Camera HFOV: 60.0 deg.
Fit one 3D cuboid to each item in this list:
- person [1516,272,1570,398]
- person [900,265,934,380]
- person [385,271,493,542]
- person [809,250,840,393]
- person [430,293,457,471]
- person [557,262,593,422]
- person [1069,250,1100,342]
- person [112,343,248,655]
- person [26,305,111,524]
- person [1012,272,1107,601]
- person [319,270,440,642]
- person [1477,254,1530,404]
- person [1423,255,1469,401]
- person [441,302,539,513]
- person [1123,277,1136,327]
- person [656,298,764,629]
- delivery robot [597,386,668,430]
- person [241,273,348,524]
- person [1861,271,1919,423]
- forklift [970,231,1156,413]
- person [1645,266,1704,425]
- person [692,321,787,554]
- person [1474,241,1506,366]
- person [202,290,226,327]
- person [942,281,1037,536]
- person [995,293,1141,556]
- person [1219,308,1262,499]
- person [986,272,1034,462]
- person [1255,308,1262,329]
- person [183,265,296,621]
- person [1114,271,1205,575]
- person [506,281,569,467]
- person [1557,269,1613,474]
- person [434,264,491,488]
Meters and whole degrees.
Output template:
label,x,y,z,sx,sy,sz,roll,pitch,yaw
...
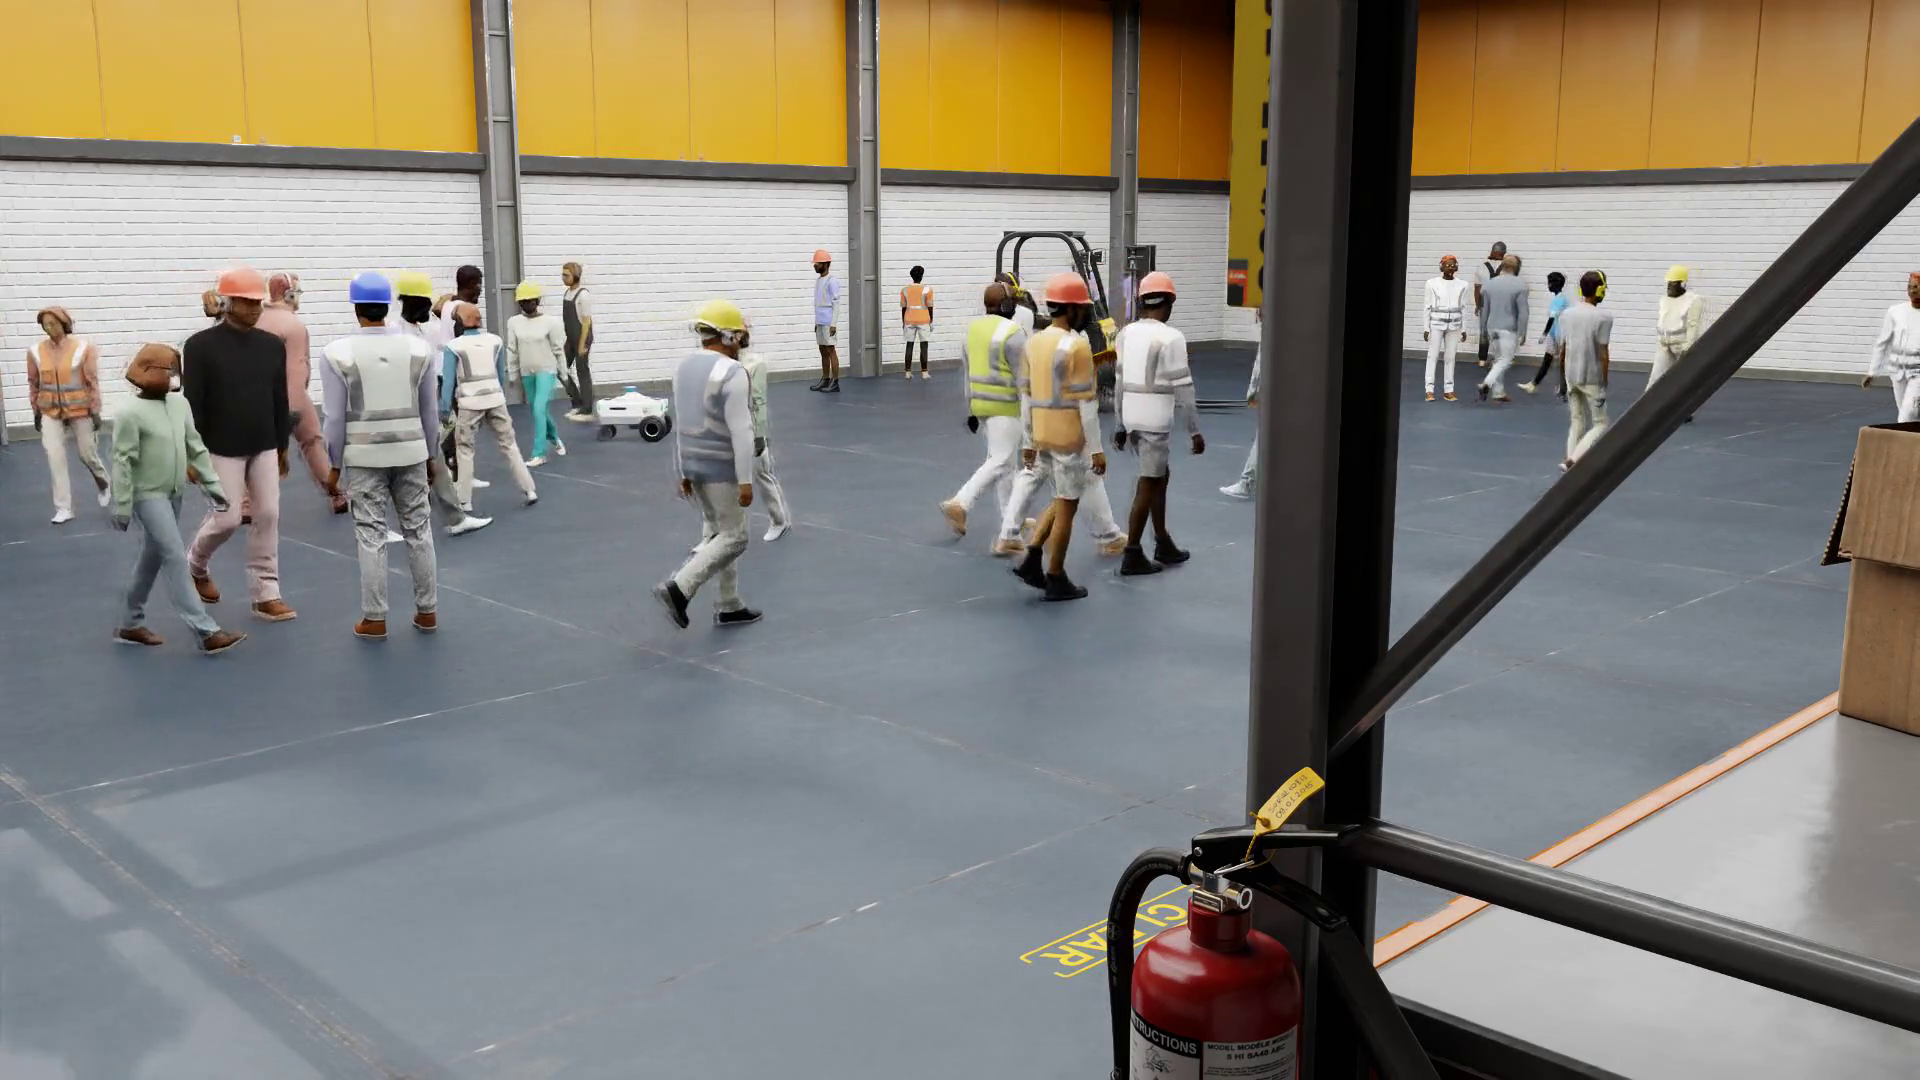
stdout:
label,x,y,z,sx,sy,sz,roll,pitch,yaw
person,7.806,-2.689,21.857,0.889,1.634,0.553,5,11,23
person,-0.634,-3.220,24.671,0.530,1.689,0.321,4,11,20
person,-3.741,-0.911,11.542,0.953,1.876,0.621,0,10,-2
person,-1.854,-2.974,22.644,0.372,1.935,0.551,-6,12,-31
person,-4.597,-1.407,14.963,0.369,1.611,0.528,1,10,3
person,-4.416,-2.251,18.986,0.438,1.830,0.550,-9,13,-39
person,1.823,-3.317,24.594,0.608,1.910,0.621,9,13,39
person,-4.035,-0.207,8.505,0.841,1.584,0.505,2,11,9
person,-6.709,-0.964,12.537,0.521,1.615,0.665,-2,11,-9
person,0.615,-0.586,9.661,0.400,1.922,0.553,-5,12,-27
person,-3.045,-0.437,8.778,0.607,1.948,0.401,-7,13,-35
person,6.774,-2.630,20.860,0.726,1.911,0.670,-7,12,-33
person,6.251,-2.725,21.435,0.573,1.883,0.356,0,10,-2
person,-3.661,-1.016,12.834,0.683,1.625,0.424,-9,14,-41
person,2.605,-3.251,24.467,0.781,1.826,0.576,-10,14,-43
person,-1.348,-0.385,8.883,0.633,1.803,0.618,-10,14,-42
delivery robot,-3.416,-1.359,17.353,0.707,0.478,0.477,0,10,-1
person,-5.036,-1.067,12.486,0.661,1.852,1.011,6,12,31
person,8.331,-1.431,14.551,1.010,1.836,0.591,-6,12,-28
forklift,1.222,-2.721,20.561,2.313,2.155,1.214,2,11,13
person,7.940,-2.155,18.601,0.927,1.783,0.591,-6,12,-30
person,-1.484,-0.738,11.398,0.521,1.593,0.860,6,12,29
person,8.750,-3.853,27.152,0.681,2.000,0.536,5,12,27
person,-6.965,-1.557,15.792,0.309,1.624,0.492,-2,11,-10
person,0.219,-0.924,11.814,0.823,1.815,0.627,-6,12,-30
person,0.683,-0.767,11.036,0.983,1.787,0.631,-4,11,-20
person,2.455,-1.179,13.470,0.858,1.699,0.500,-2,11,-13
person,0.506,-1.438,14.603,0.887,1.828,0.530,-9,14,-41
person,4.933,-3.563,26.323,0.527,1.767,0.331,1,10,7
person,-4.044,-0.529,9.245,0.693,1.974,0.639,7,12,32
person,1.297,-0.735,10.533,0.781,1.894,0.594,-6,12,-31
person,-3.945,-1.580,15.655,0.561,1.718,0.844,3,11,15
person,5.152,-1.307,13.797,0.473,1.858,0.514,-7,13,-34
person,-4.188,-1.357,13.971,0.449,1.891,0.603,-5,12,-27
